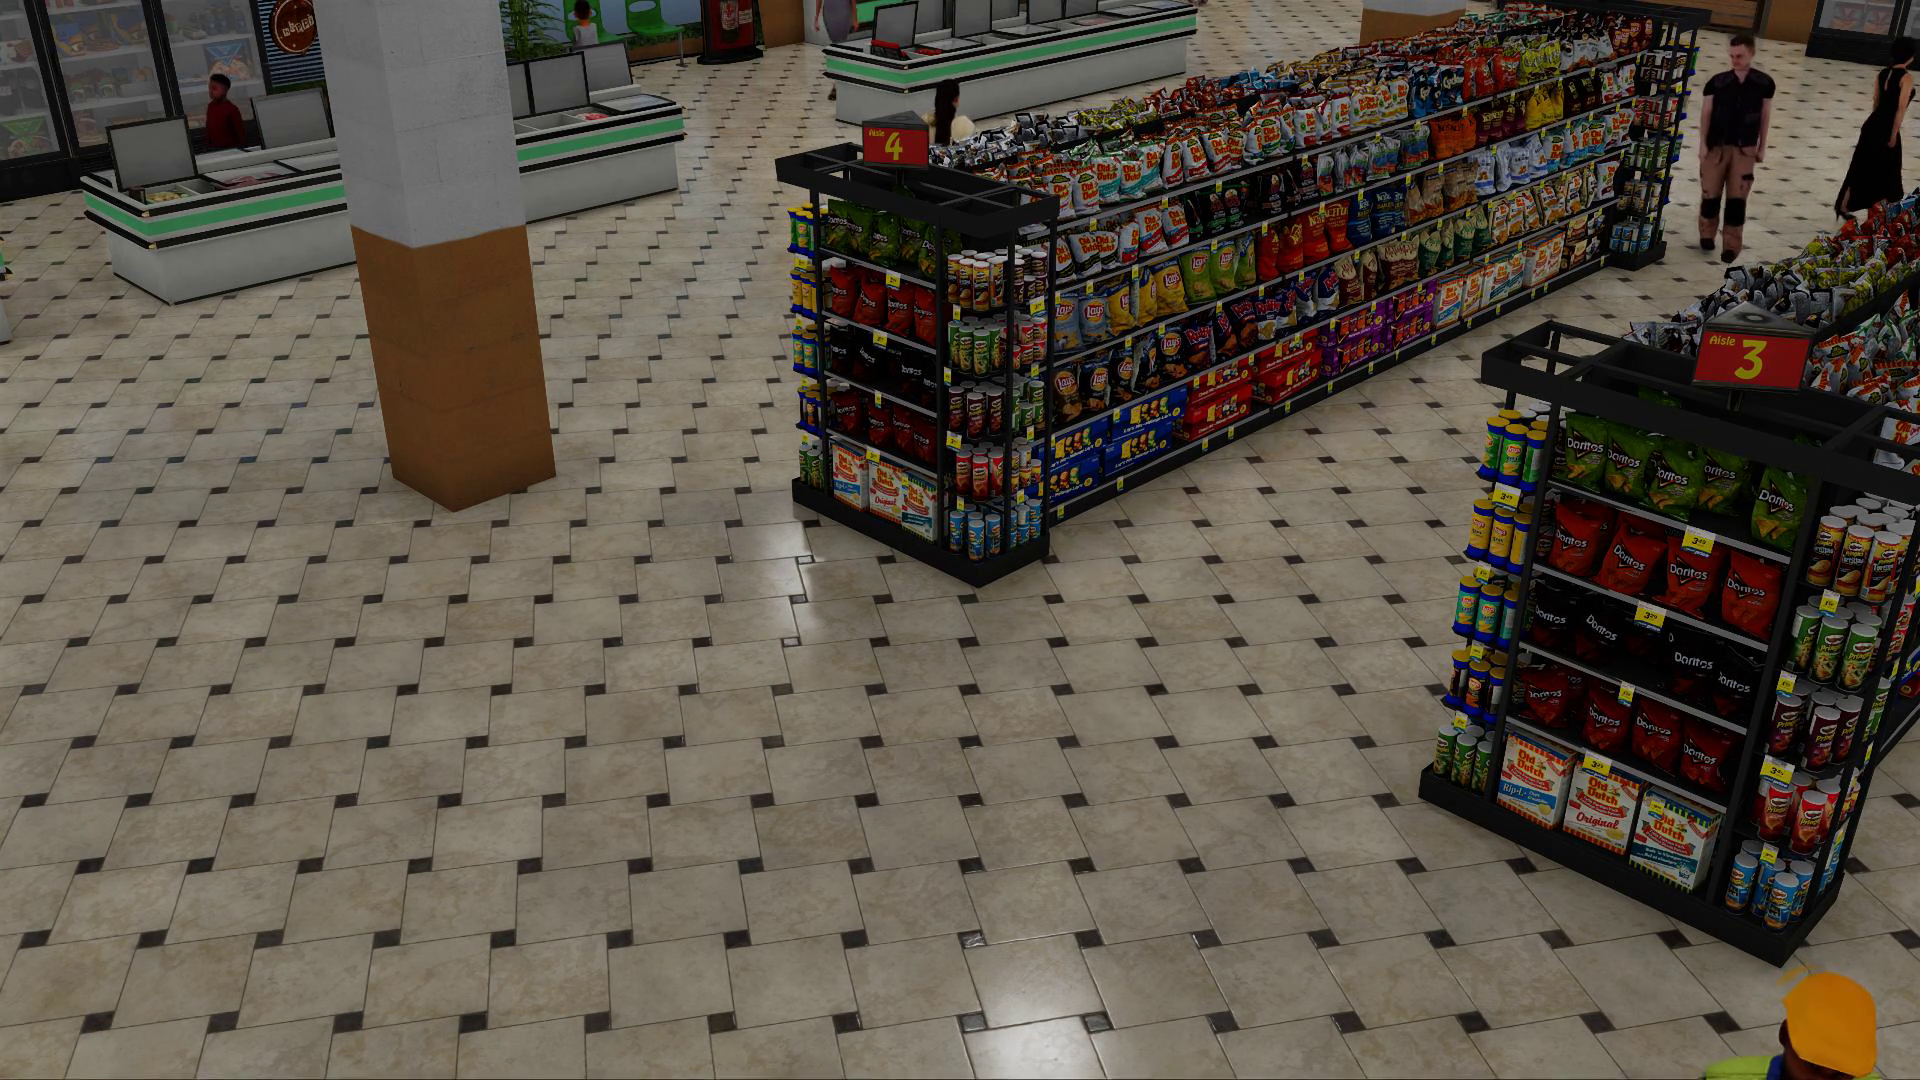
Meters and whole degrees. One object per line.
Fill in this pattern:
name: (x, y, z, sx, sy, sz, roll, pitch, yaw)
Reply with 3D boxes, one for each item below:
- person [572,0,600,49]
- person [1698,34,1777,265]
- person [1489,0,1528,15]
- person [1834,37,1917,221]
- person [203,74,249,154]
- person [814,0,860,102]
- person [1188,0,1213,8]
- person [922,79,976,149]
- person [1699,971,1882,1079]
person: (-3.884, -4.978, 17.452, 0.469, 1.455, 0.648, -21, 33, -35)
person: (6.264, -3.194, 13.571, 0.993, 1.784, 1.247, 9, 28, 17)
person: (6.254, -5.892, 18.950, 0.996, 1.730, 0.971, -6, 28, -12)
person: (7.944, -3.528, 14.483, 1.101, 1.556, 0.908, -6, 28, -12)
person: (-6.471, -3.532, 14.850, 0.636, 1.230, 0.935, 16, 31, 29)
person: (-1.351, -5.942, 19.019, 0.821, 1.756, 1.009, 12, 29, 22)
person: (3.604, -8.955, 24.864, 0.617, 1.846, 0.520, 24, 36, 39)
person: (-0.126, -2.698, 12.776, 0.725, 1.619, 0.725, 9, 28, 17)
person: (1.818, 1.703, 3.884, 0.748, 1.811, 0.809, 0, 27, -1)
